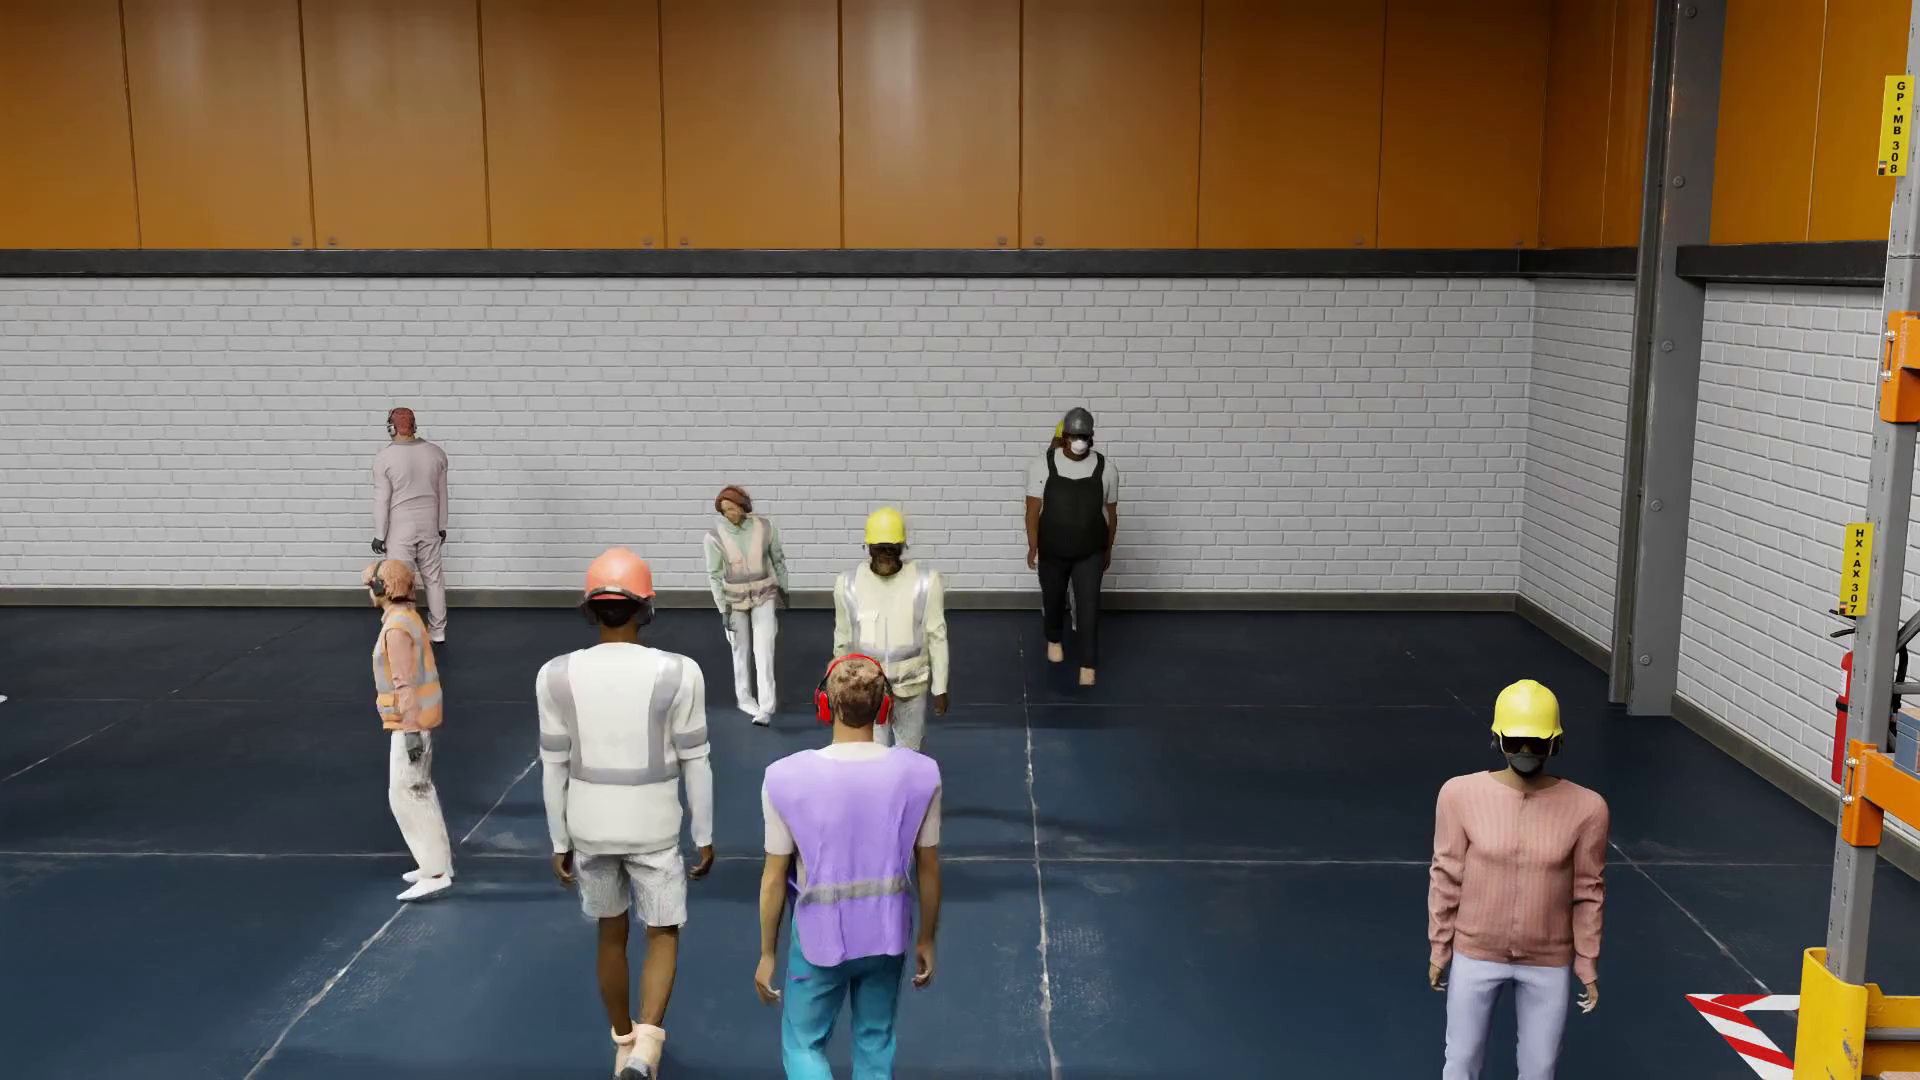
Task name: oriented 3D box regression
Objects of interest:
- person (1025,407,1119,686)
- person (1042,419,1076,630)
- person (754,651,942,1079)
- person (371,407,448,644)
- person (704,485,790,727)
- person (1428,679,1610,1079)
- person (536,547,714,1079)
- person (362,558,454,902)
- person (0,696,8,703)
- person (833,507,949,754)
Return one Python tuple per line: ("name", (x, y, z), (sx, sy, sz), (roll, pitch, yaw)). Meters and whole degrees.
("person", (0.820, -0.025, 12.223), (0.682, 2.000, 0.980), (1, 9, 3))
("person", (0.865, -0.129, 13.736), (0.490, 1.743, 0.324), (3, 10, 18))
("person", (-0.335, 1.256, 5.157), (0.596, 1.830, 0.534), (-3, 10, -18))
("person", (-4.315, -0.089, 13.025), (0.407, 1.903, 0.639), (8, 13, 41))
("person", (-1.372, 0.431, 10.825), (0.562, 1.591, 0.732), (-2, 10, -13))
("person", (1.714, 1.292, 5.155), (0.523, 1.769, 0.314), (2, 10, 14))
("person", (-1.201, 1.048, 5.901), (0.614, 2.018, 0.746), (0, 9, 2))
("person", (-2.662, 0.889, 8.021), (0.384, 1.607, 0.569), (-2, 10, -15))
("person", (-6.909, 0.252, 11.084), (0.664, 1.871, 0.756), (7, 12, 35))
("person", (-0.359, 0.700, 8.632), (0.597, 1.806, 0.890), (0, 9, 0))
